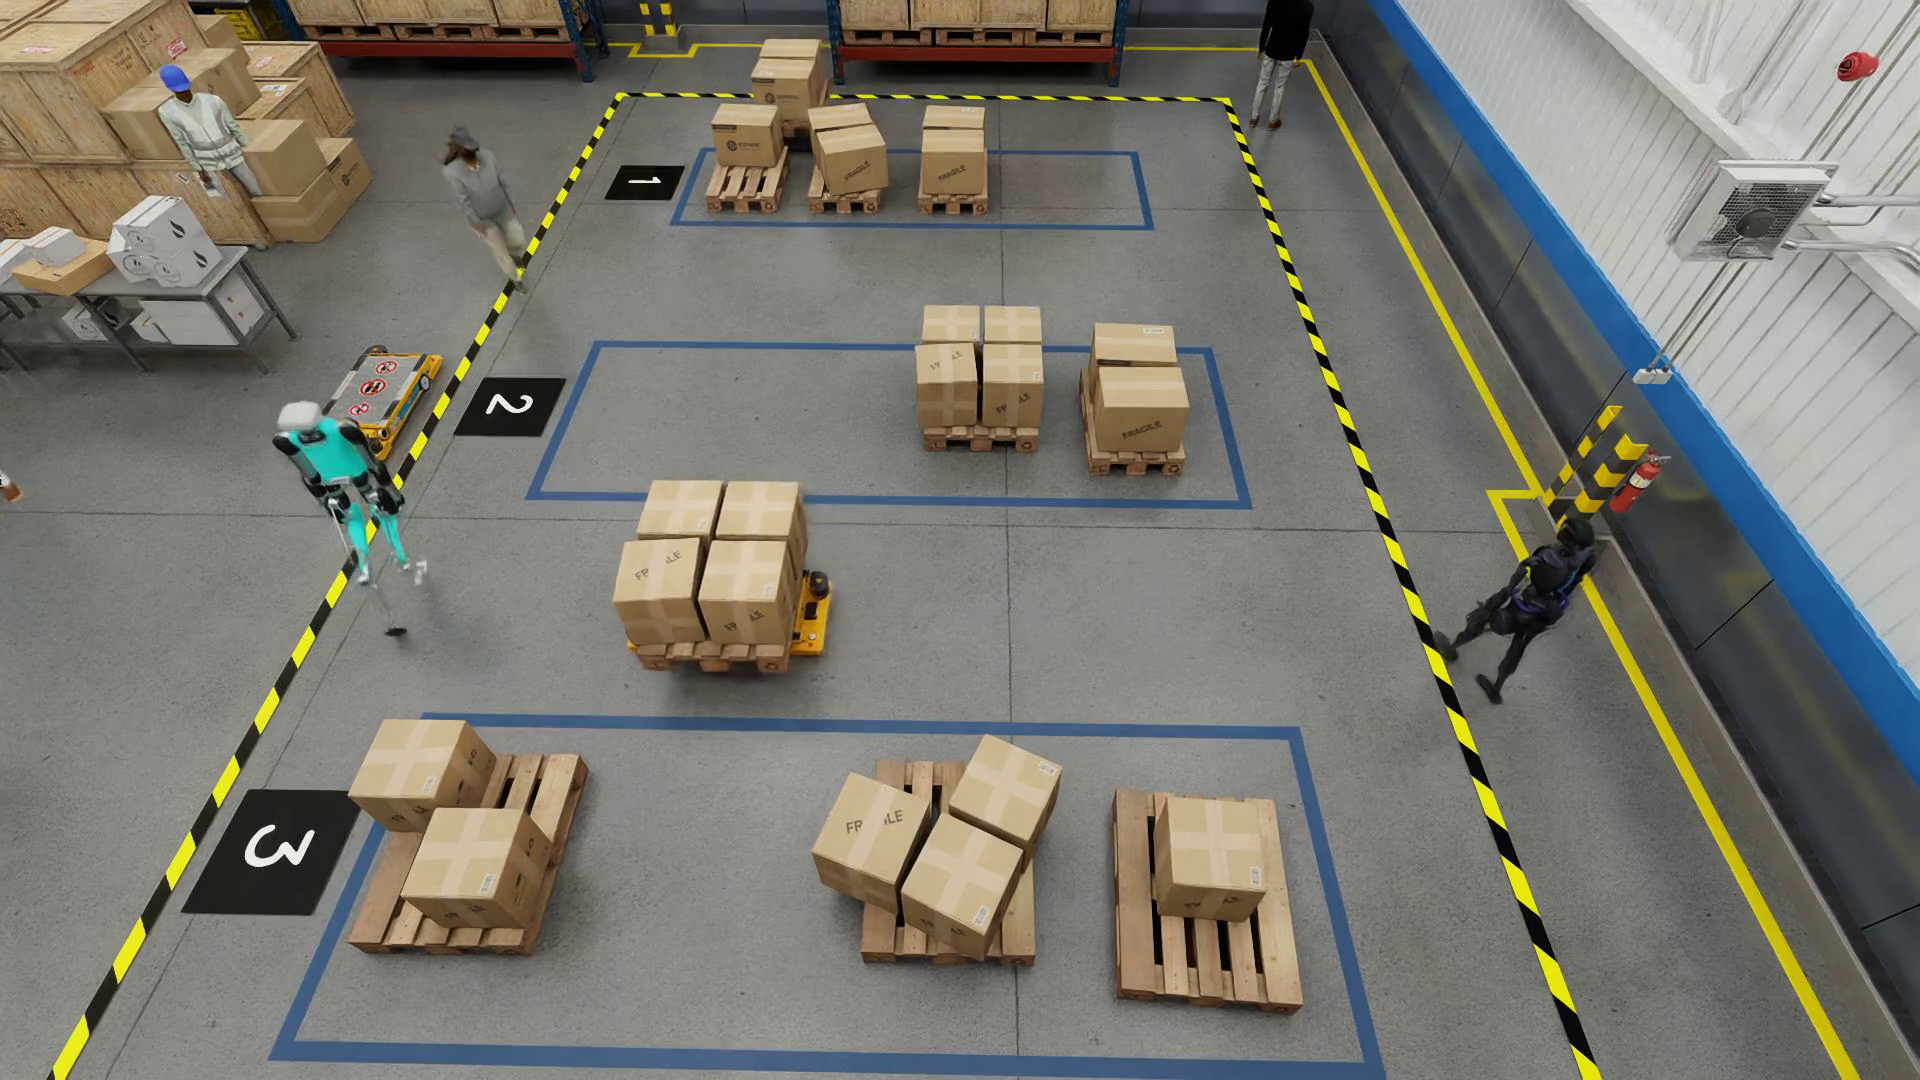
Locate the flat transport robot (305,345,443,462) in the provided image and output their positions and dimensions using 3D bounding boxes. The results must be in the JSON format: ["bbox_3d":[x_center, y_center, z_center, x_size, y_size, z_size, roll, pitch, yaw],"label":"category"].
[{"bbox_3d":[-5.383,-1.269,8.441,0.659,0.231,1.431,1,50,1],"label":"flat transport robot"}]

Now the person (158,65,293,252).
[{"bbox_3d":[-7.756,-4.004,9.665,0.606,1.939,0.411,-32,57,-24],"label":"person"}]

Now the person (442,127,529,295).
[{"bbox_3d":[-4.719,-3.298,9.189,0.477,1.751,0.556,36,58,26],"label":"person"}]

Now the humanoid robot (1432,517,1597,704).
[{"bbox_3d":[3.731,0.415,6.099,0.599,1.638,0.639,-8,50,-6],"label":"humanoid robot"}]

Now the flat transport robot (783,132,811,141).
[{"bbox_3d":[-2.090,-5.428,11.941,1.431,0.197,0.652,1,50,1],"label":"flat transport robot"}]

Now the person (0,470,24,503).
[{"bbox_3d":[-8.211,-0.905,7.092,0.628,1.856,0.425,-23,54,-18],"label":"person"}]

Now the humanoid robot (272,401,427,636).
[{"bbox_3d":[-4.249,-0.046,6.468,0.556,1.777,0.966,-11,51,-9],"label":"humanoid robot"}]

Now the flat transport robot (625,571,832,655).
[{"bbox_3d":[-1.722,0.533,6.898,1.431,0.197,0.652,1,50,1],"label":"flat transport robot"}]

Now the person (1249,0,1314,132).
[{"bbox_3d":[4.017,-6.114,11.487,0.584,1.879,0.379,24,54,19],"label":"person"}]
